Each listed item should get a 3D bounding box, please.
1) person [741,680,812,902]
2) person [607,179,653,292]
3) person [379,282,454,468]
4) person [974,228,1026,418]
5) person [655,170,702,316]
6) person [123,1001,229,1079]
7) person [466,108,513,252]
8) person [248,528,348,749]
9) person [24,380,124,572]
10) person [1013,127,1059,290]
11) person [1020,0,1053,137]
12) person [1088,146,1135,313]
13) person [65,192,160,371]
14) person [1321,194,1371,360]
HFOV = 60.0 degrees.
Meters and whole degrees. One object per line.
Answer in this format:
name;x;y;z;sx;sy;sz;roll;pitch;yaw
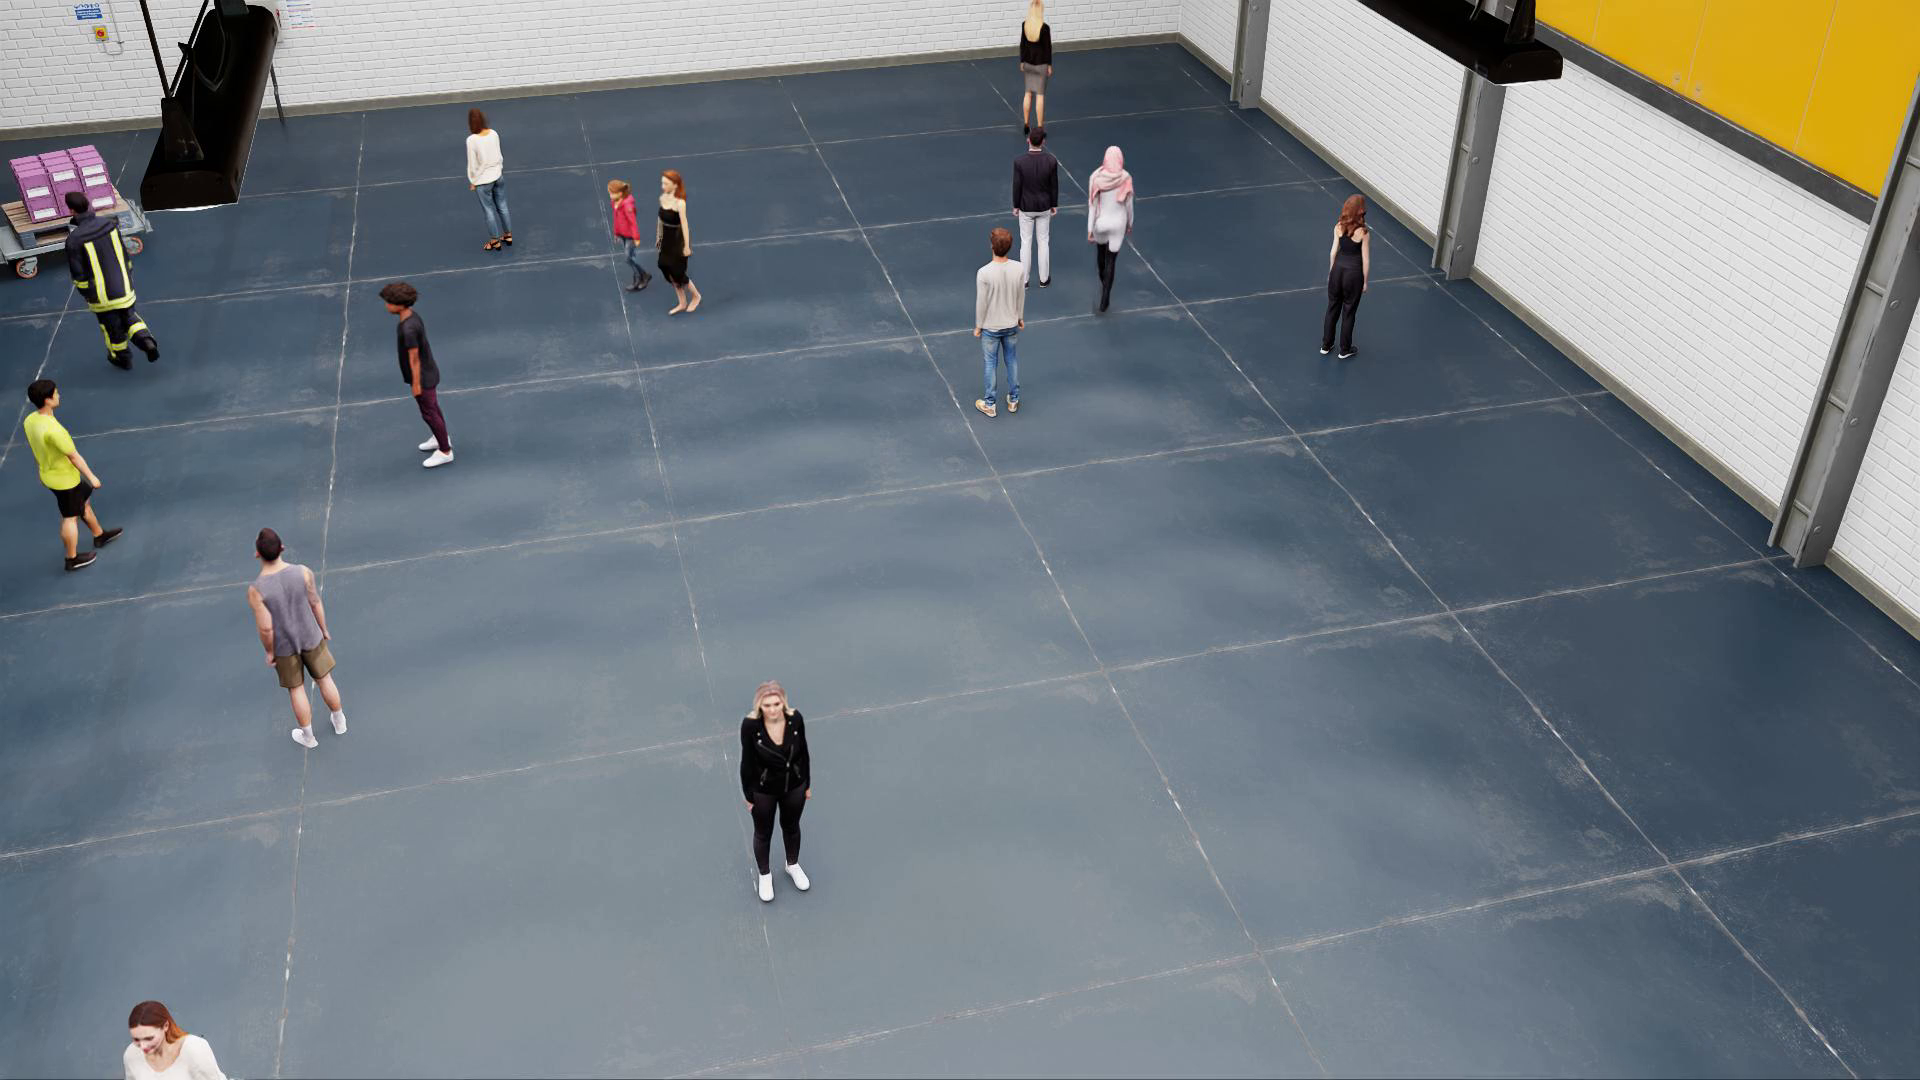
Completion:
person;-1.168;1.573;10.620;0.614;1.685;0.551;-12;35;-17
person;-3.615;-3.392;18.438;0.692;1.300;0.620;-26;41;-33
person;-4.938;-1.547;15.233;0.713;1.776;0.577;-12;36;-18
person;0.387;-2.075;15.910;0.668;1.905;0.597;-11;35;-17
person;-2.991;-3.213;17.886;0.755;1.613;0.692;-24;41;-32
person;-3.935;2.921;8.598;0.760;1.679;0.786;2;34;3
person;-5.472;-4.186;19.289;0.736;1.681;0.704;23;40;30
person;-4.740;0.698;11.854;0.716;1.847;0.727;-26;41;-33
person;-7.495;-0.496;13.732;0.928;1.686;0.971;22;39;29
person;0.826;-3.668;18.362;0.702;1.844;0.640;-1;34;-1
person;1.012;-6.334;22.375;0.696;1.841;0.752;17;37;24
person;1.614;-3.310;17.911;0.921;1.747;1.258;3;34;4
person;-8.481;-2.560;16.633;1.134;1.913;1.071;19;38;26
person;3.944;-2.700;16.992;0.642;1.748;0.719;22;40;30
